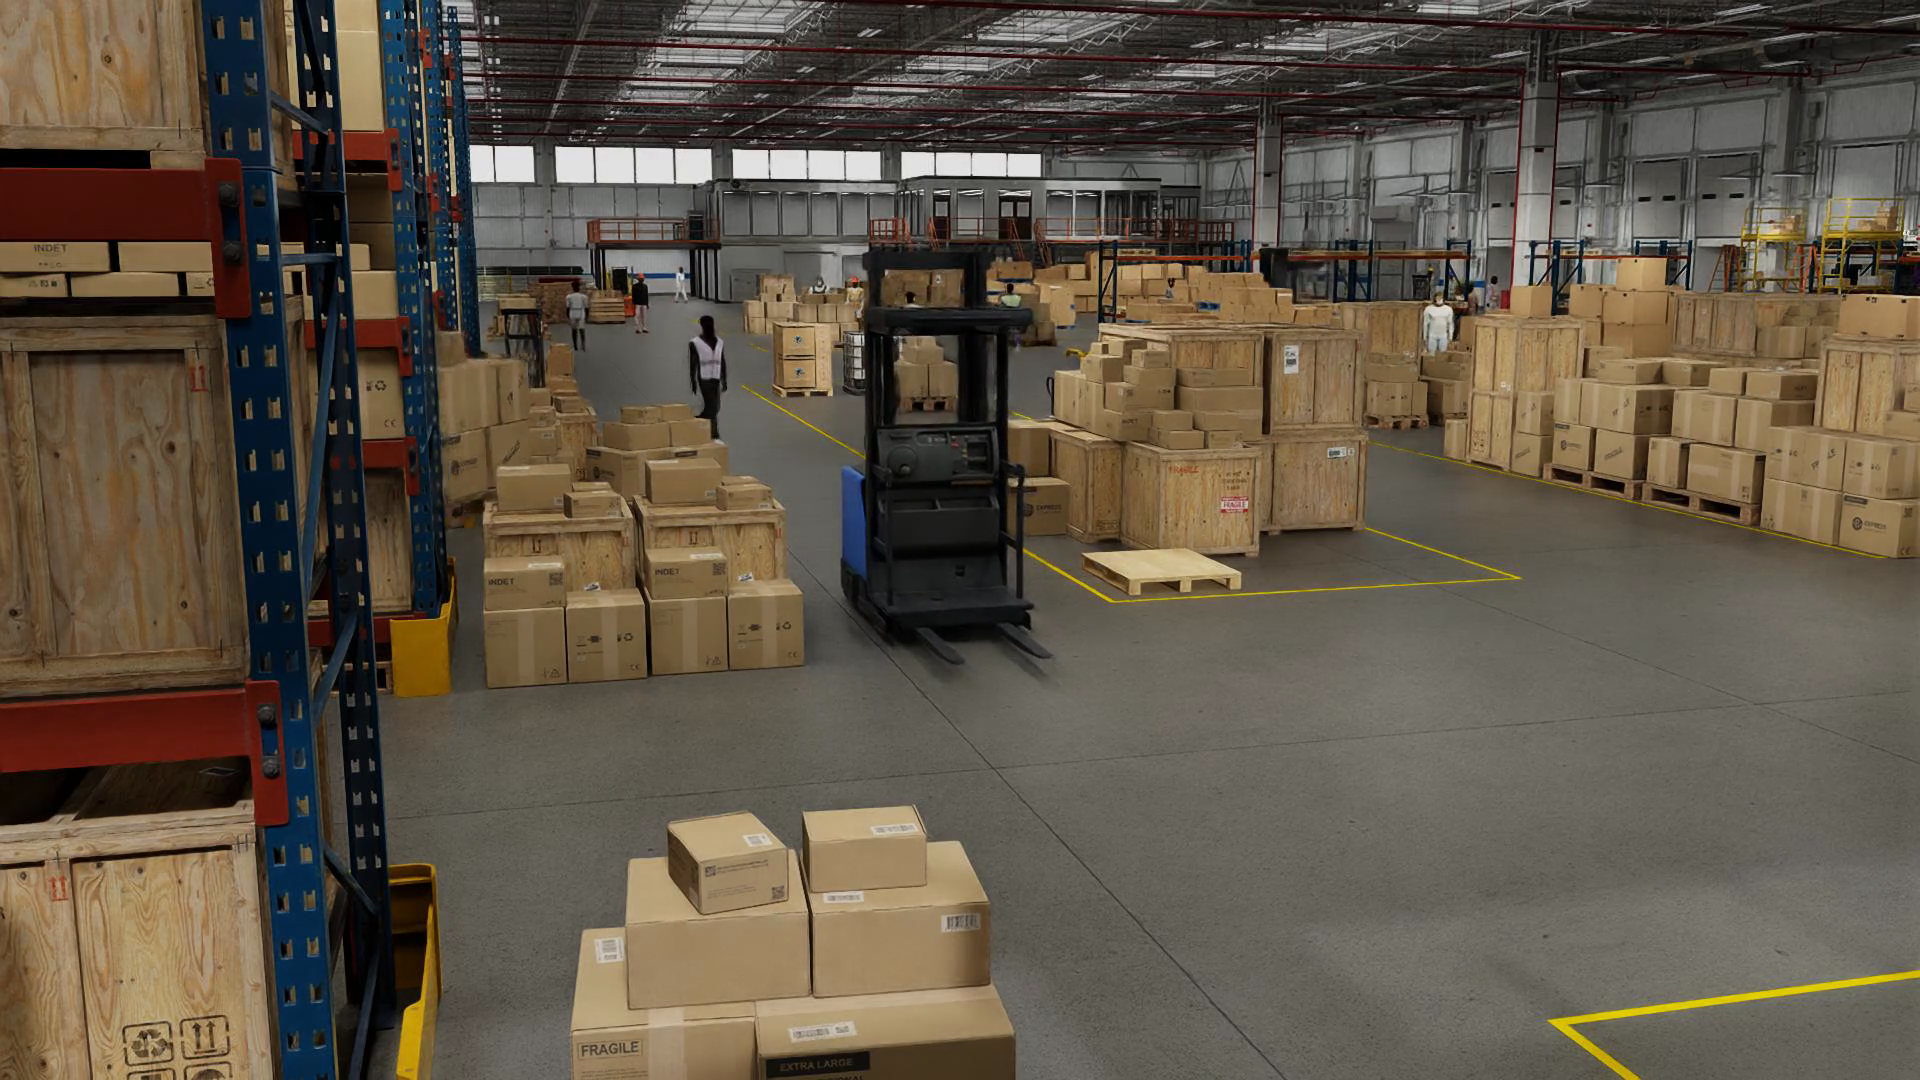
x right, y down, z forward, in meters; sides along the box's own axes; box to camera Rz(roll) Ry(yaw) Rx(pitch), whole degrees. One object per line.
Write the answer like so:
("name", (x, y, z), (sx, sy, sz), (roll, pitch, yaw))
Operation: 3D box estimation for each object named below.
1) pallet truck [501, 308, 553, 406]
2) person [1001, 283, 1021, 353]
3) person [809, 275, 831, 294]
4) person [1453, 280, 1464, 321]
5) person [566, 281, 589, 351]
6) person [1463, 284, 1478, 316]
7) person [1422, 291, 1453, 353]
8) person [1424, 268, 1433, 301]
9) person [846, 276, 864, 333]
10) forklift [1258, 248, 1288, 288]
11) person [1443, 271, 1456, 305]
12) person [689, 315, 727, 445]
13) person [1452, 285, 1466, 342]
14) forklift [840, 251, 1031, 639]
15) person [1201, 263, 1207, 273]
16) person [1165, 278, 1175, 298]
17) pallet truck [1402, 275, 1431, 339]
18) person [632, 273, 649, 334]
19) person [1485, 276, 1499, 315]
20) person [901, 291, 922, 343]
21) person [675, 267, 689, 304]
("pallet truck", (-6.242, -2.418, 24.362), (0.823, 1.965, 1.885), (1, 10, 3))
("person", (1.386, -5.975, 44.800), (0.598, 1.900, 0.802), (-3, 10, -15))
("person", (-4.350, -7.273, 51.731), (0.681, 2.000, 0.875), (2, 10, 8))
("person", (17.363, -8.168, 57.772), (0.891, 1.698, 0.501), (-1, 10, -7))
("person", (-10.436, -6.104, 45.395), (0.609, 1.945, 0.766), (-4, 11, -20))
("person", (15.983, -7.175, 52.203), (0.545, 1.686, 0.352), (0, 10, -2))
("person", (9.993, -4.232, 34.808), (0.635, 1.940, 0.390), (0, 10, -1))
("person", (21.220, -11.387, 75.446), (0.455, 1.904, 0.782), (2, 10, 10))
("person", (-3.275, -7.259, 51.950), (0.545, 1.938, 0.360), (1, 10, 3))
("forklift", (7.146, -5.312, 38.250), (1.873, 2.768, 1.129), (-3, 10, -15))
("person", (18.746, -9.333, 63.660), (0.603, 1.949, 0.384), (-6, 12, -30))
("person", (-3.681, -2.326, 24.137), (0.740, 1.894, 0.600), (9, 13, 40))
("person", (13.927, -6.200, 46.390), (0.937, 1.788, 0.551), (9, 14, 42))
("forklift", (-0.257, -0.821, 12.822), (1.129, 2.768, 1.873), (-3, 10, -15))
("person", (13.157, -14.130, 90.830), (0.714, 1.958, 0.661), (6, 12, 30))
("person", (6.757, -7.505, 53.585), (0.328, 1.859, 0.507), (3, 10, 15))
("pallet truck", (14.620, -7.324, 52.145), (0.823, 1.965, 1.885), (8, 13, 40))
("person", (-10.529, -7.802, 54.850), (0.376, 1.997, 0.612), (9, 14, 42))
("person", (18.824, -8.413, 58.798), (0.630, 1.834, 0.430), (-8, 13, -38))
("person", (-1.153, -4.767, 38.119), (0.488, 1.846, 0.464), (-8, 13, -38))
("person", (-14.068, -12.817, 83.716), (0.977, 1.843, 0.589), (9, 13, 42))
